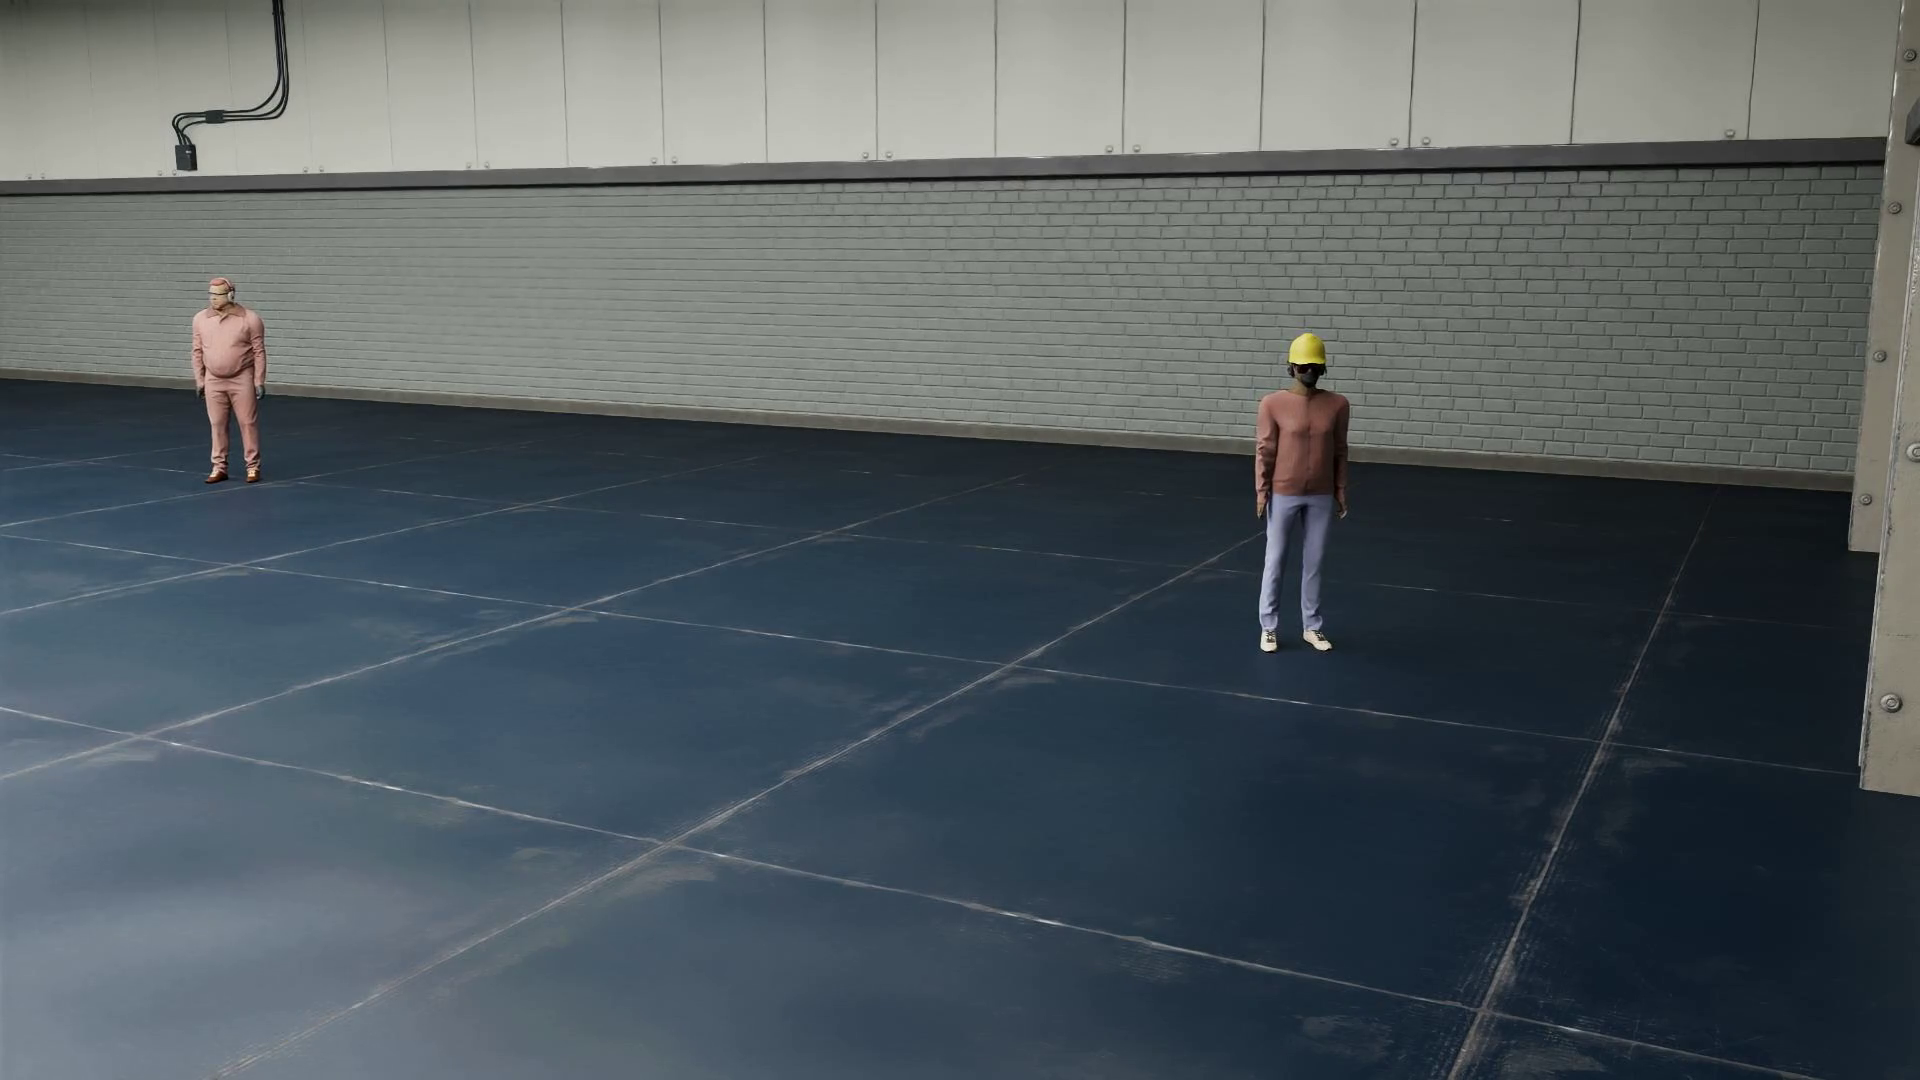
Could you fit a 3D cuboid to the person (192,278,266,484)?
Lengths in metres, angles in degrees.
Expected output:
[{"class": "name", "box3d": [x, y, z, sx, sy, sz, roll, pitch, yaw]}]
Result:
[{"class": "person", "box3d": [-6.782, -1.470, 15.439, 0.643, 1.905, 0.399, -1, 10, -5]}]

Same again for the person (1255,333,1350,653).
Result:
[{"class": "person", "box3d": [1.888, -0.251, 9.162, 0.534, 1.767, 0.320, -1, 10, -7]}]
